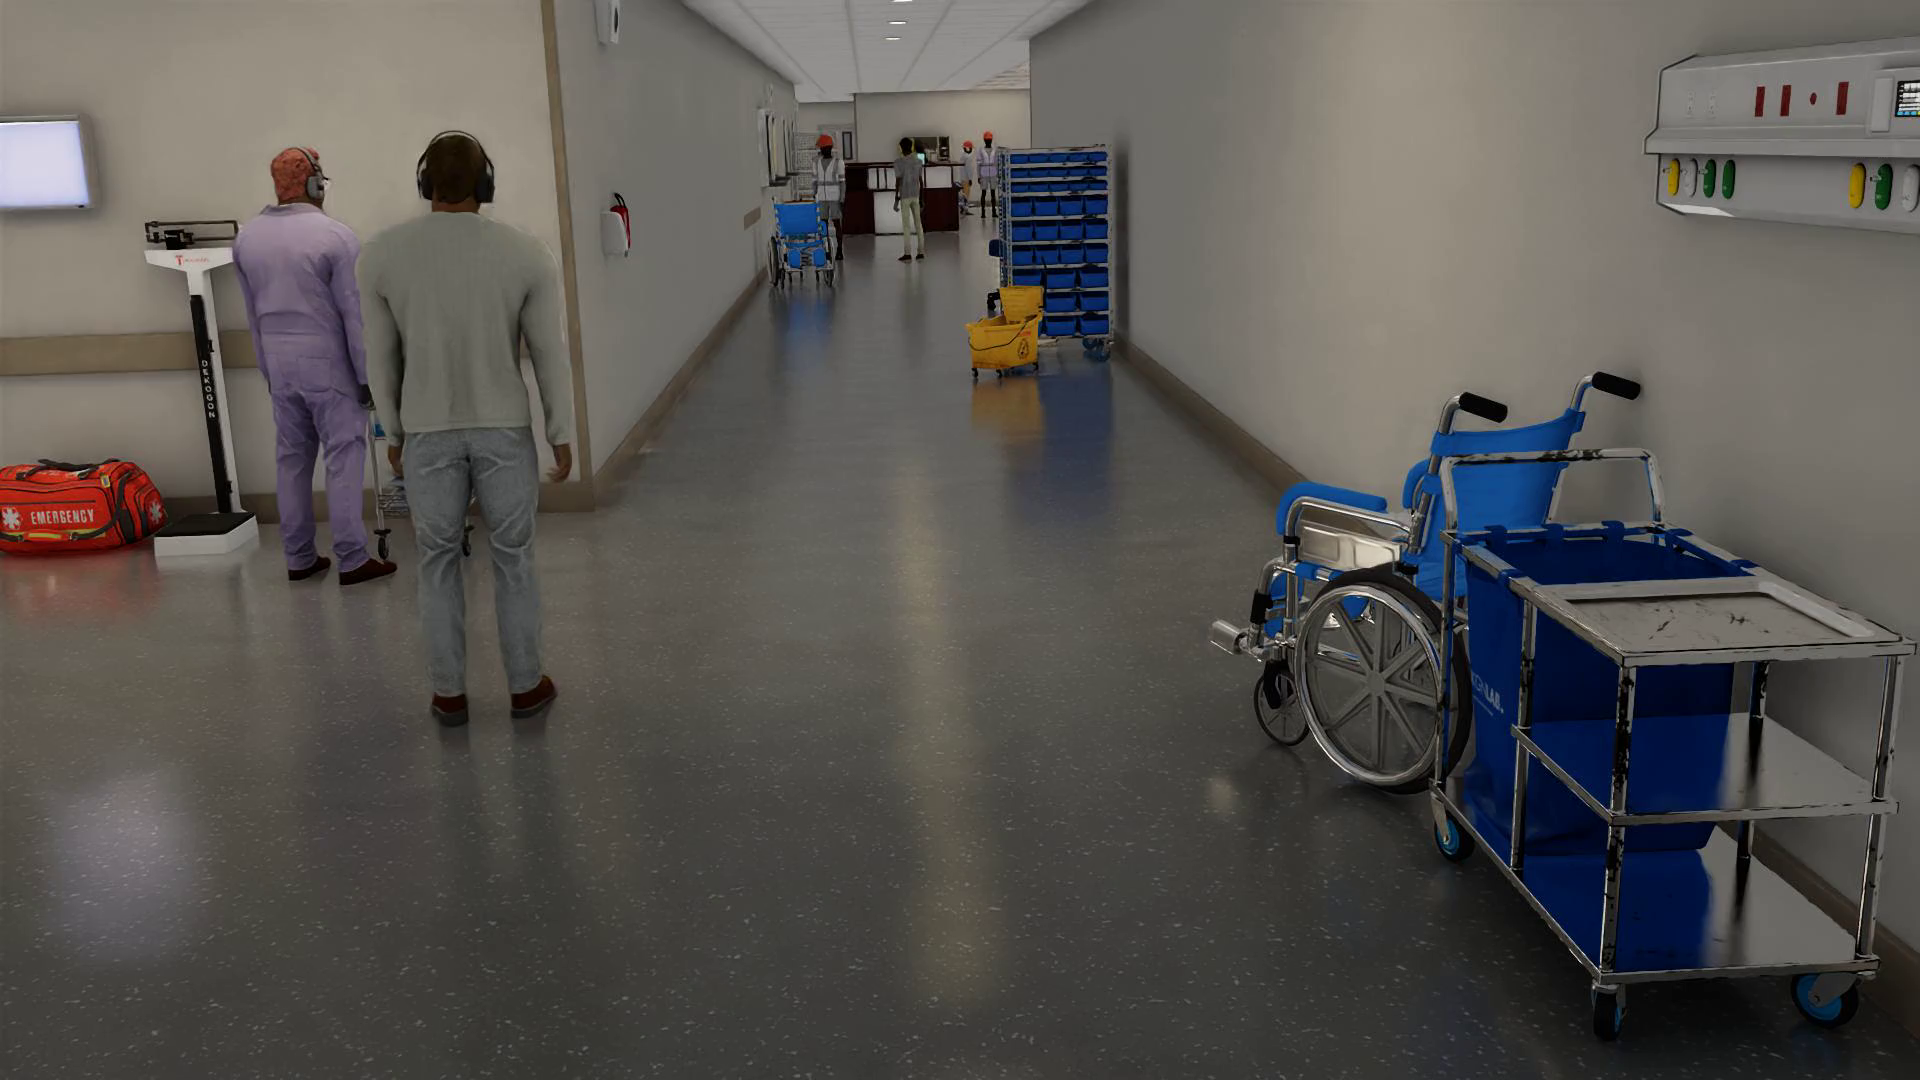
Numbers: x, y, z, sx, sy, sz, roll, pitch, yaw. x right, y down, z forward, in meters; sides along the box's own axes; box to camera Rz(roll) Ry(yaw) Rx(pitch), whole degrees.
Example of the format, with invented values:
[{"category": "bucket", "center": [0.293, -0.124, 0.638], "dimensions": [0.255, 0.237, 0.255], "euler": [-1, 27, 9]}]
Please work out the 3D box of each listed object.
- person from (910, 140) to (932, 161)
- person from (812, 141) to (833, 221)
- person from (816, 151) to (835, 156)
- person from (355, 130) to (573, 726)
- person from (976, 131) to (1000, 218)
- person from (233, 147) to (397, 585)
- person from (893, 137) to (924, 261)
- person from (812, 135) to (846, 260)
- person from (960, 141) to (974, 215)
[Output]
[{"category": "person", "center": [-0.885, -8.396, 38.704], "dimensions": [0.656, 1.804, 0.458], "euler": [1, 14, 12]}, {"category": "person", "center": [-3.119, -8.170, 37.956], "dimensions": [0.518, 1.845, 0.803], "euler": [3, 14, 18]}, {"category": "person", "center": [-3.528, -9.699, 44.207], "dimensions": [0.577, 1.880, 0.385], "euler": [-11, 17, -34]}, {"category": "person", "center": [-1.584, -0.350, 5.448], "dimensions": [0.644, 1.927, 0.385], "euler": [-5, 14, -12]}, {"category": "person", "center": [0.658, -8.349, 38.027], "dimensions": [0.545, 1.942, 0.354], "euler": [-4, 14, -8]}, {"category": "person", "center": [-2.808, -0.756, 7.321], "dimensions": [0.644, 1.900, 0.399], "euler": [4, 15, 21]}, {"category": "person", "center": [-0.789, -5.217, 25.505], "dimensions": [0.515, 1.859, 0.333], "euler": [-9, 15, -26]}, {"category": "person", "center": [-2.060, -5.356, 26.057], "dimensions": [0.551, 1.937, 0.357], "euler": [3, 15, 20]}, {"category": "person", "center": [0.186, -8.602, 39.544], "dimensions": [0.365, 1.743, 0.559], "euler": [-4, 14, -11]}]
